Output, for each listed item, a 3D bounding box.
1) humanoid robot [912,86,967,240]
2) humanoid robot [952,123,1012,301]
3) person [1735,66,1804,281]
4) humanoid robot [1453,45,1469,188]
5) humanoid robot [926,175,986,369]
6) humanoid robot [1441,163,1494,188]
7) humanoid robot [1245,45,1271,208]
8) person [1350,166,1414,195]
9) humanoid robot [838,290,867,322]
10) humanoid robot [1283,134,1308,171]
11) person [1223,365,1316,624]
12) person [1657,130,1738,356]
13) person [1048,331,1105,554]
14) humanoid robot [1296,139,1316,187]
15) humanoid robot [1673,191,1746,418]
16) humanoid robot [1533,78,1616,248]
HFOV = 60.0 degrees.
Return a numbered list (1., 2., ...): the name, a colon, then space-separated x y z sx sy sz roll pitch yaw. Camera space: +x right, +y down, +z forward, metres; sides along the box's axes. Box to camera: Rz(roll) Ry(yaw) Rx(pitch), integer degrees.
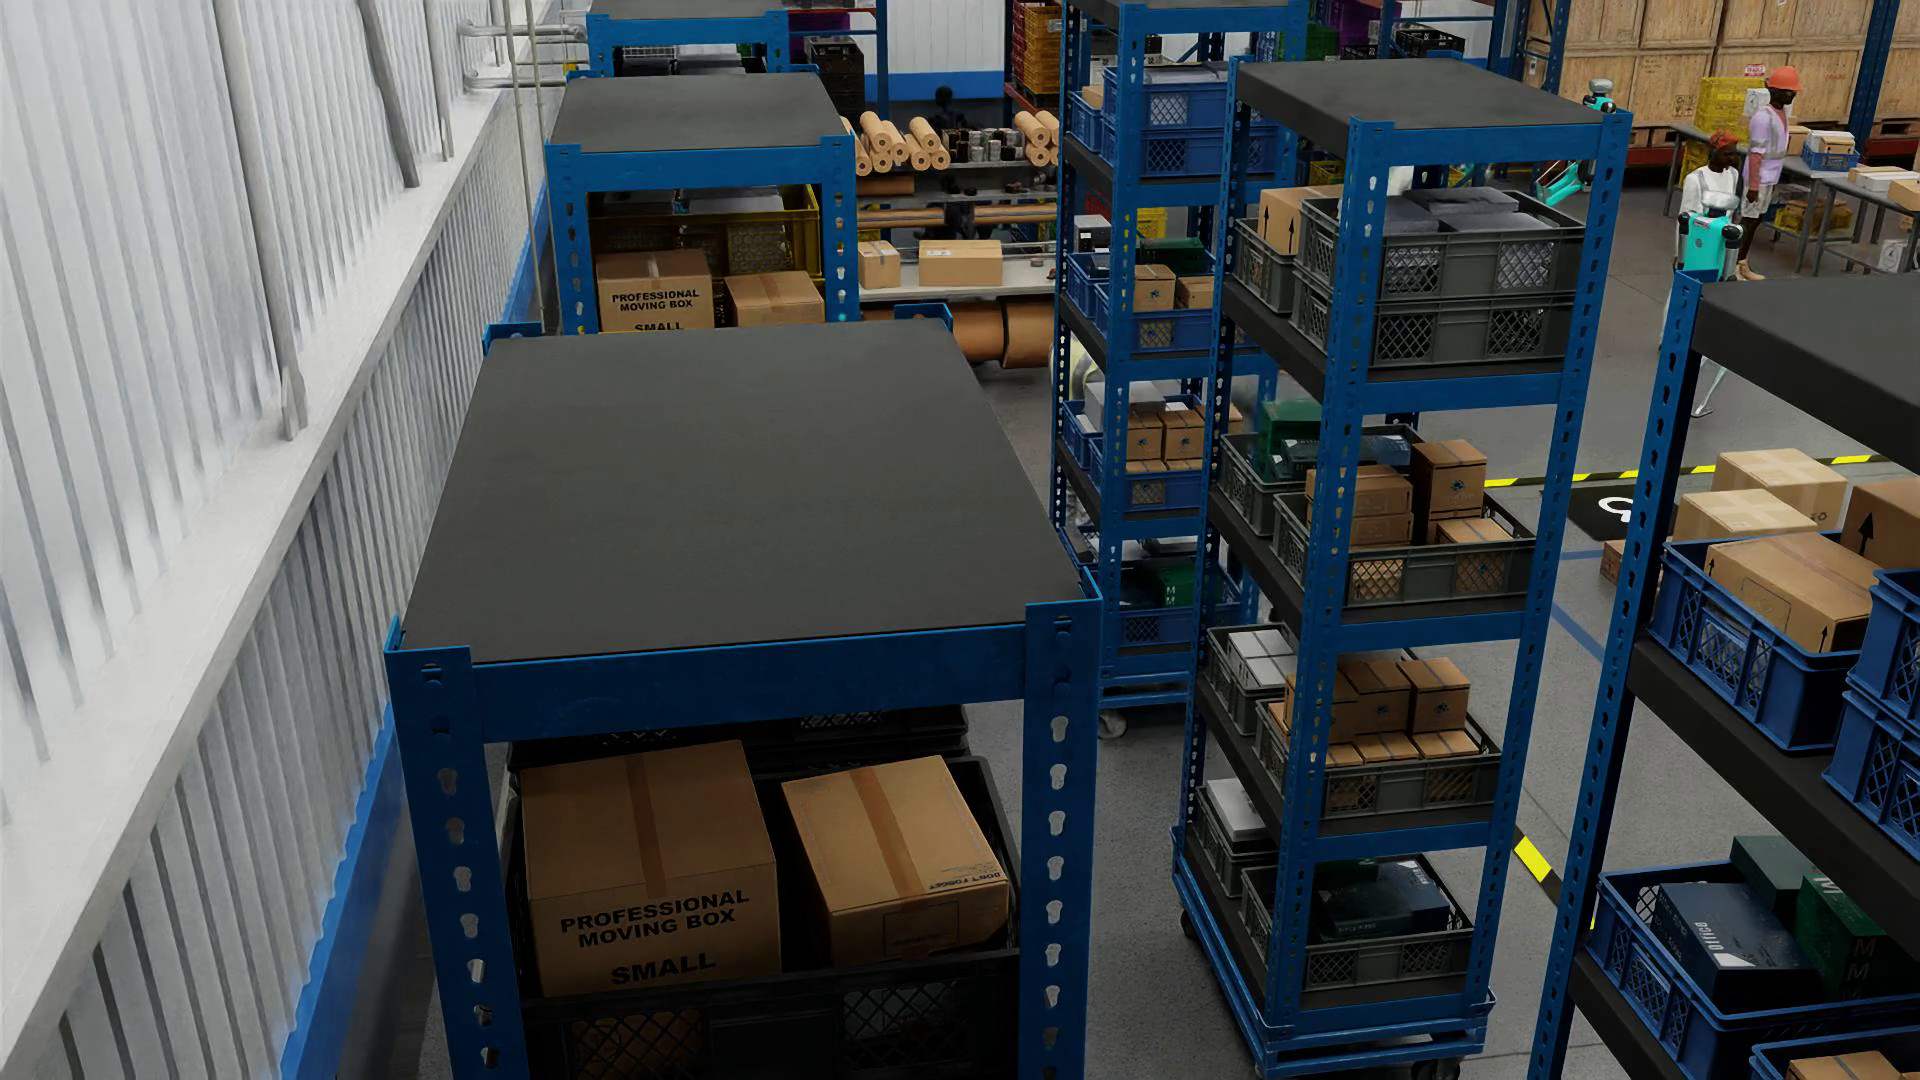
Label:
1. humanoid robot: -0.149 -3.764 16.827 0.609 1.626 0.756 -20 31 -37
2. humanoid robot: 0.196 -2.948 15.059 0.596 1.630 0.745 -12 27 -24
3. person: 7.497 -3.367 15.496 0.371 2.042 0.613 19 31 35
4. humanoid robot: 5.742 -4.868 19.196 0.421 1.635 0.614 4 25 9
5. humanoid robot: -0.123 -2.177 13.403 0.770 1.626 0.608 9 26 18
6. humanoid robot: 5.082 -3.875 17.039 0.552 1.788 1.042 -6 25 -13
7. humanoid robot: 3.197 -4.560 18.568 0.565 1.867 0.715 17 30 33
8. person: 3.423 -2.479 13.681 0.613 1.944 0.402 6 25 13
9. humanoid robot: -0.823 -0.596 9.871 0.557 1.785 0.836 0 25 0
10. humanoid robot: 3.520 -4.393 18.217 0.530 1.858 0.797 16 29 30
11. person: 1.713 -0.378 9.269 0.600 1.815 0.887 -3 25 -5
12. person: 6.052 -2.397 13.583 0.575 1.882 0.340 -14 28 -27
13. person: 0.749 -0.533 9.575 0.429 1.843 0.626 -11 27 -23
14. humanoid robot: 3.856 -4.603 18.614 0.336 1.655 0.589 1 25 2
15. humanoid robot: 5.558 -1.741 12.161 0.735 1.681 0.533 -11 27 -23
16. humanoid robot: 5.984 -3.685 16.436 0.734 1.691 0.532 -2 25 -4
